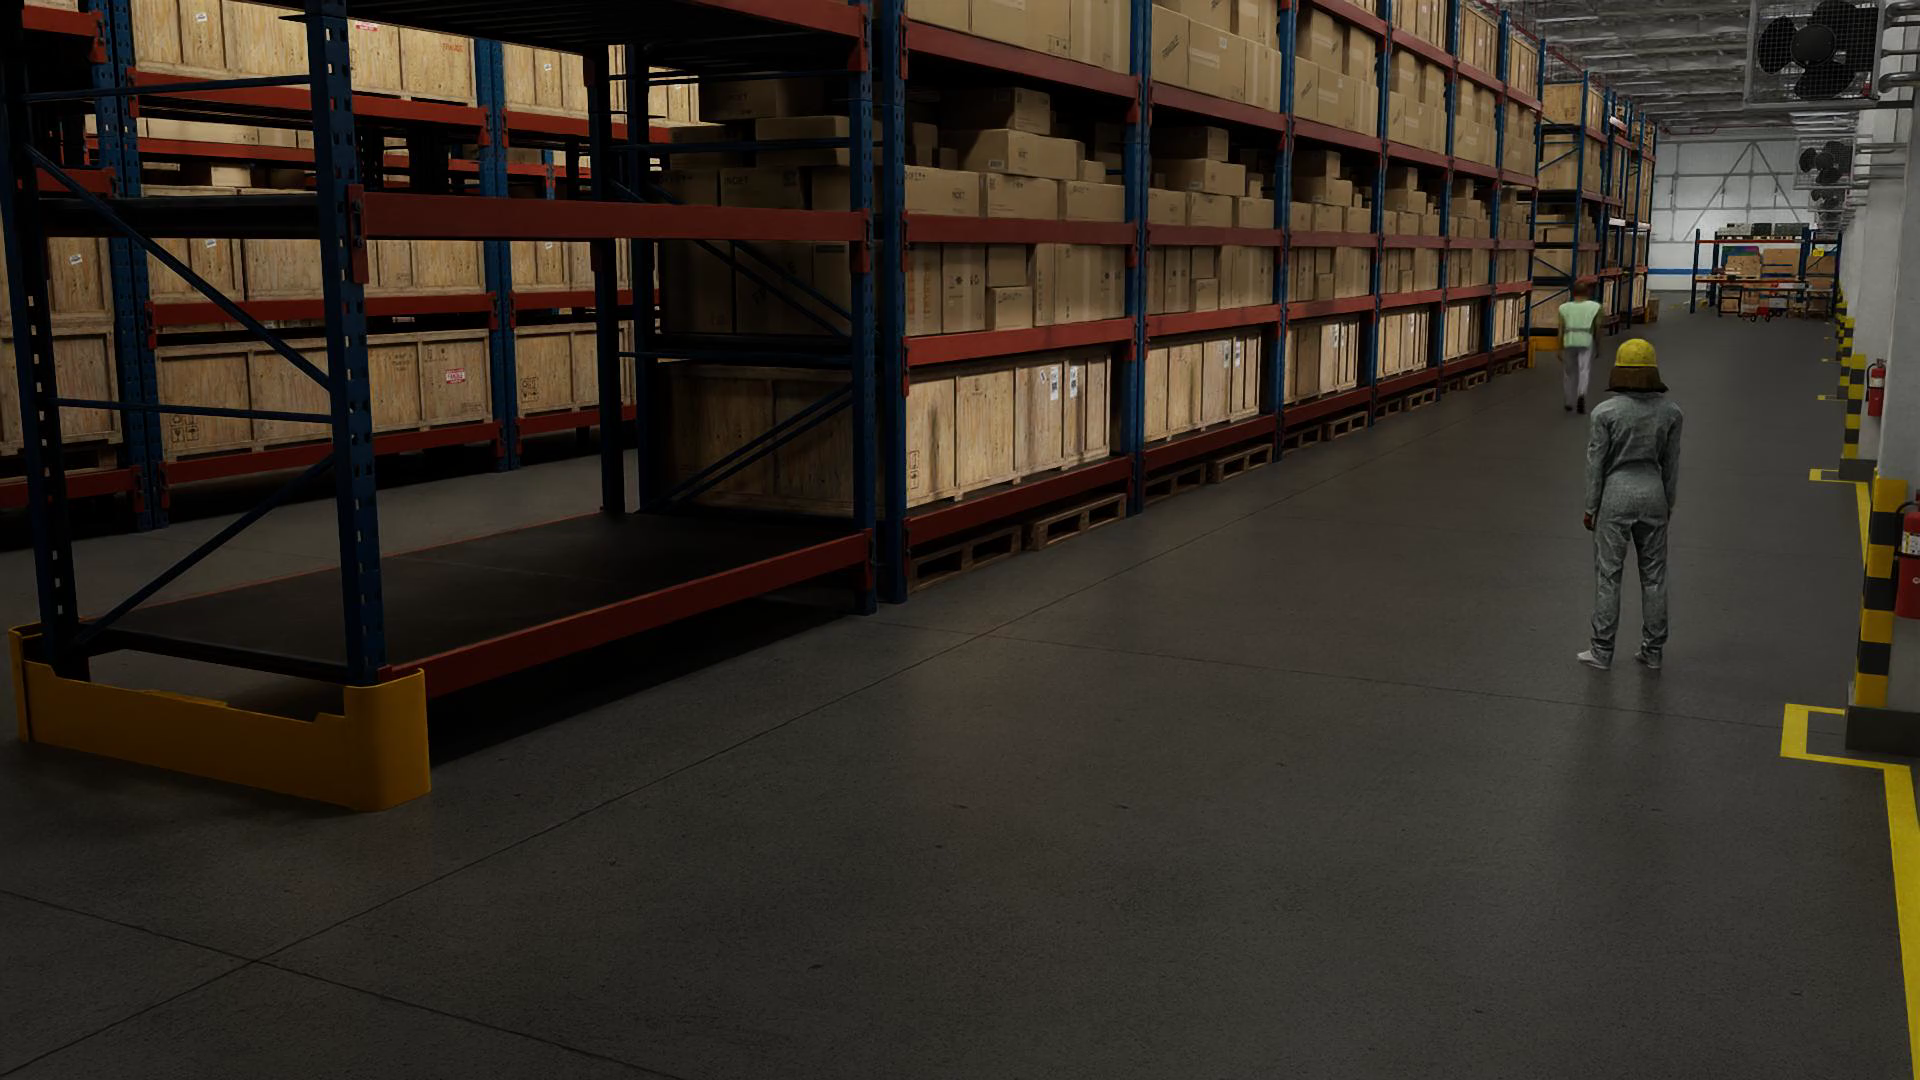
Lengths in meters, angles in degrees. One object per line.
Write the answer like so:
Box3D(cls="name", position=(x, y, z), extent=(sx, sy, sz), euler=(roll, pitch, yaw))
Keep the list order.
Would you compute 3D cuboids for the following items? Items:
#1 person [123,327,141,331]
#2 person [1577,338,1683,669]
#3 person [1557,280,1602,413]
Box3D(cls="person", position=(-8.159, -1.491, 16.554), extent=(0.514, 1.645, 0.308), euler=(5, 11, 27))
Box3D(cls="person", position=(3.518, -0.187, 8.753), extent=(0.483, 1.735, 0.340), euler=(0, 10, -1))
Box3D(cls="person", position=(8.465, -2.649, 22.773), extent=(0.573, 1.817, 0.831), euler=(4, 11, 21))
